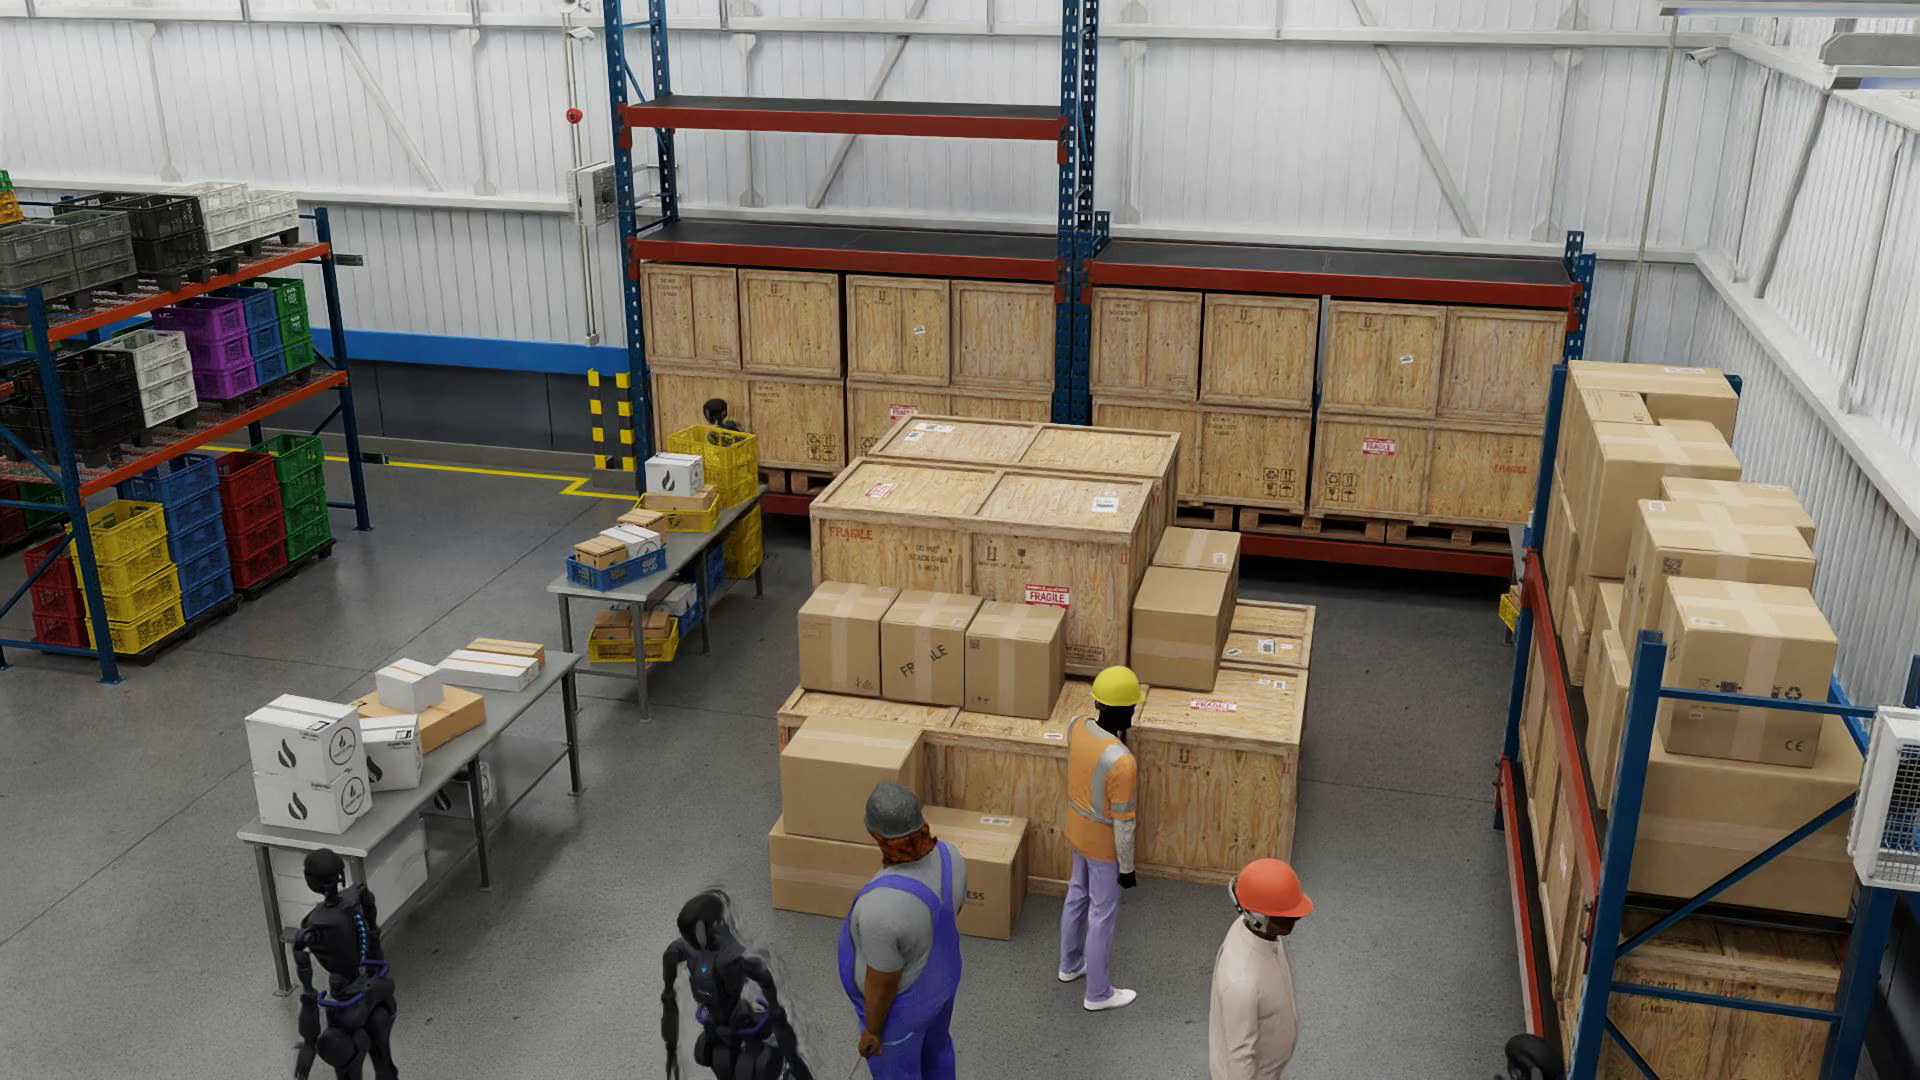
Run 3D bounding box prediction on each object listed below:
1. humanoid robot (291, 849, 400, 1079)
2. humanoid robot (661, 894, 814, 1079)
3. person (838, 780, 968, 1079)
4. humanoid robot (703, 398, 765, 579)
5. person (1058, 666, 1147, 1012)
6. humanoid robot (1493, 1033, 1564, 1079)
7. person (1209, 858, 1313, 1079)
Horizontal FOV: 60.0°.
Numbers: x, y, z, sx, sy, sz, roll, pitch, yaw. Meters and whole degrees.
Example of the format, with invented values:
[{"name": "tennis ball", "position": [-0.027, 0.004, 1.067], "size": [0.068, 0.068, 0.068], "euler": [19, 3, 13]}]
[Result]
[{"name": "humanoid robot", "position": [-2.753, 2.129, 7.488], "size": [0.328, 1.654, 0.590], "euler": [6, 22, 15]}, {"name": "humanoid robot", "position": [-0.977, 2.220, 7.347], "size": [0.667, 1.609, 0.776], "euler": [10, 23, 24]}, {"name": "person", "position": [-0.285, 1.979, 7.391], "size": [0.537, 2.000, 0.674], "euler": [12, 24, 29]}, {"name": "humanoid robot", "position": [-1.951, -0.439, 14.234], "size": [0.380, 1.644, 0.623], "euler": [7, 22, 18]}, {"name": "person", "position": [0.757, 1.545, 8.703], "size": [0.405, 1.918, 0.582], "euler": [-9, 23, -23]}, {"name": "humanoid robot", "position": [2.075, 2.576, 6.315], "size": [0.328, 1.657, 0.590], "euler": [19, 28, 41]}, {"name": "person", "position": [1.210, 2.194, 6.892], "size": [0.378, 1.994, 0.616], "euler": [6, 22, 15]}]
